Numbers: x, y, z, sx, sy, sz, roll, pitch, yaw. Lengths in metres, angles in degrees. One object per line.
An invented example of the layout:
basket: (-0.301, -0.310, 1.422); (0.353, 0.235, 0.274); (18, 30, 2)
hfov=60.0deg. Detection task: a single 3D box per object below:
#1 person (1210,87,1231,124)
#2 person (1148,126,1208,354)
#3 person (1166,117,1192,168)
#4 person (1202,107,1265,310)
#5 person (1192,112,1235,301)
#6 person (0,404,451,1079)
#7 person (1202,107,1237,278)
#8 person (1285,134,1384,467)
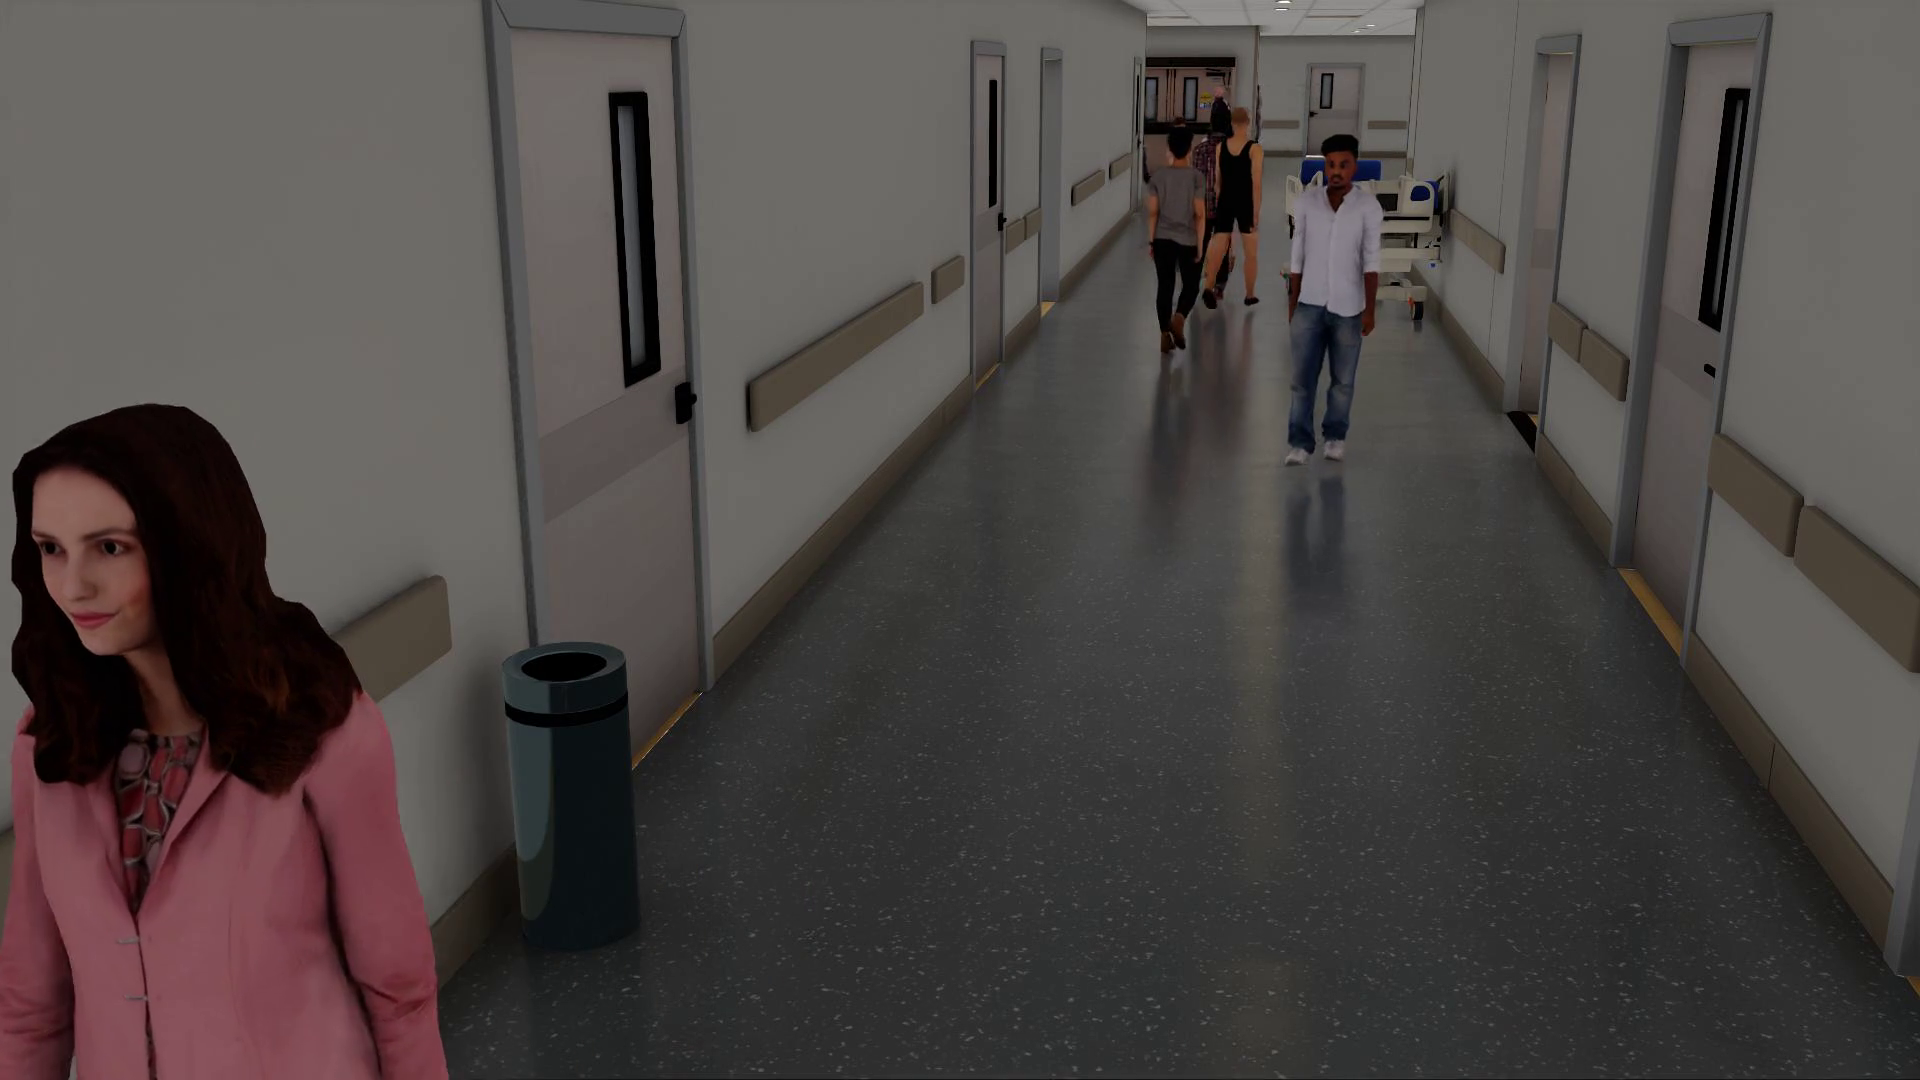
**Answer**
person: (5.161, -7.880, 32.450); (1.318, 1.790, 1.191); (-9, 18, -28)
person: (1.624, -2.263, 12.673); (0.763, 1.709, 0.753); (6, 17, 20)
person: (3.401, -5.876, 26.048); (0.966, 1.406, 0.817); (-3, 16, -9)
person: (2.423, -2.936, 14.944); (1.158, 1.774, 0.968); (9, 18, 28)
person: (2.430, -3.112, 15.640); (1.099, 1.735, 0.938); (-2, 16, -6)
person: (-0.801, 0.706, 2.018); (0.757, 1.778, 0.686); (3, 16, 12)
person: (2.649, -3.452, 16.842); (1.140, 1.737, 0.833); (-1, 16, -3)
person: (2.064, -1.305, 9.144); (0.957, 1.782, 0.810); (5, 17, 18)
